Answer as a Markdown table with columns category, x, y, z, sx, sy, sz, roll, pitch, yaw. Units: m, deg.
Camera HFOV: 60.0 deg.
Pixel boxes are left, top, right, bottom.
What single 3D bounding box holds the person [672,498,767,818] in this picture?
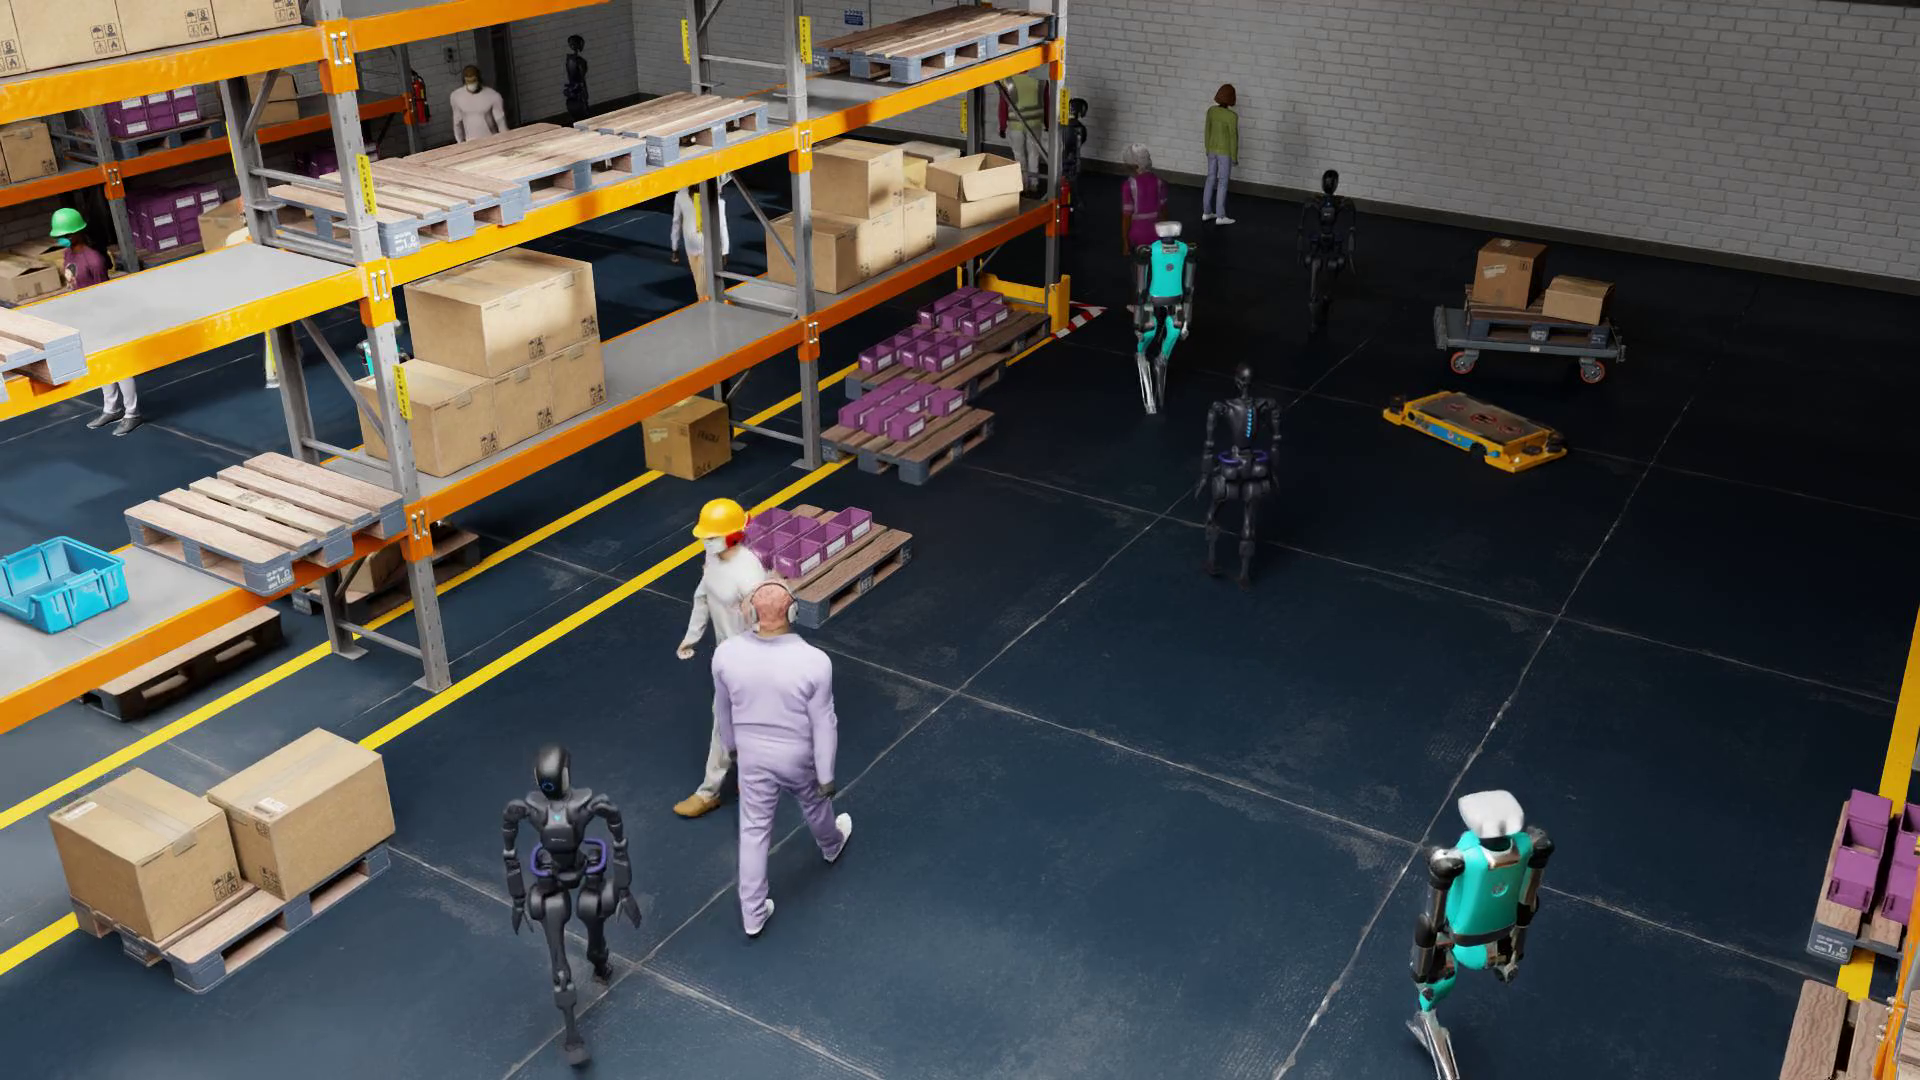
| category | x | y | z | sx | sy | sz | roll | pitch | yaw |
| --- | --- | --- | --- | --- | --- | --- | --- | --- | --- |
| person | -1.320 | 0.626 | 9.214 | 0.862 | 1.859 | 0.563 | -14 | 30 | -26 |

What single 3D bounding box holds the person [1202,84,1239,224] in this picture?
| category | x | y | z | sx | sy | sz | roll | pitch | yaw |
| --- | --- | --- | --- | --- | --- | --- | --- | --- | --- |
| person | 3.094 | -4.568 | 19.689 | 0.265 | 1.631 | 0.507 | -18 | 32 | -31 |

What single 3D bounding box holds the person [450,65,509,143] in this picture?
| category | x | y | z | sx | sy | sz | roll | pitch | yaw |
| --- | --- | --- | --- | --- | --- | --- | --- | --- | --- |
| person | -5.574 | -4.572 | 19.409 | 0.657 | 1.885 | 0.974 | -2 | 27 | -4 |

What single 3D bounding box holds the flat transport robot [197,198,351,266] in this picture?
| category | x | y | z | sx | sy | sz | roll | pitch | yaw |
| --- | --- | --- | --- | --- | --- | --- | --- | --- | --- |
| flat transport robot | -7.143 | -2.654 | 17.427 | 0.659 | 0.231 | 1.431 | 4 | 27 | 8 |

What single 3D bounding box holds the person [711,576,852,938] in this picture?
| category | x | y | z | sx | sy | sz | roll | pitch | yaw |
| --- | --- | --- | --- | --- | --- | --- | --- | --- | --- |
| person | -0.898 | 1.034 | 8.422 | 0.665 | 1.841 | 1.000 | 6 | 28 | 12 |

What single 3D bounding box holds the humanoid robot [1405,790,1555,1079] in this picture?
| category | x | y | z | sx | sy | sz | roll | pitch | yaw |
| --- | --- | --- | --- | --- | --- | --- | --- | --- | --- |
| humanoid robot | 2.105 | 1.717 | 7.211 | 0.575 | 1.752 | 1.002 | -6 | 28 | -12 |

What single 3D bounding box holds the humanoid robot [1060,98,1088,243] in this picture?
| category | x | y | z | sx | sy | sz | roll | pitch | yaw |
| --- | --- | --- | --- | --- | --- | --- | --- | --- | --- |
| humanoid robot | 1.279 | -4.207 | 18.936 | 0.384 | 1.652 | 0.610 | -5 | 27 | -9 |

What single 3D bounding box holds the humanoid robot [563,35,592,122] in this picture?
| category | x | y | z | sx | sy | sz | roll | pitch | yaw |
| --- | --- | --- | --- | --- | --- | --- | --- | --- | --- |
| humanoid robot | -5.178 | -5.907 | 22.291 | 0.456 | 1.647 | 0.592 | -15 | 31 | -28 |

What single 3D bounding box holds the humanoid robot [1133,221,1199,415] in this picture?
| category | x | y | z | sx | sy | sz | roll | pitch | yaw |
| --- | --- | --- | --- | --- | --- | --- | --- | --- | --- |
| humanoid robot | 1.709 | -1.886 | 14.404 | 0.532 | 1.898 | 0.694 | -3 | 27 | -7 |

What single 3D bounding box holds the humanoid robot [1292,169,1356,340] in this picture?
| category | x | y | z | sx | sy | sz | roll | pitch | yaw |
| --- | --- | --- | --- | --- | --- | --- | --- | --- | --- |
| humanoid robot | 3.581 | -2.825 | 16.274 | 0.611 | 1.649 | 0.742 | 6 | 27 | 11 |

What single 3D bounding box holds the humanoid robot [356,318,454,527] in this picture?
| category | x | y | z | sx | sy | sz | roll | pitch | yaw |
| --- | --- | --- | --- | --- | --- | --- | --- | --- | --- |
| humanoid robot | -3.898 | -0.864 | 12.135 | 0.533 | 1.672 | 0.735 | 19 | 32 | 32 |

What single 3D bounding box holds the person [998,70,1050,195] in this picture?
| category | x | y | z | sx | sy | sz | roll | pitch | yaw |
| --- | --- | --- | --- | --- | --- | --- | --- | --- | --- |
| person | 0.790 | -5.180 | 20.700 | 0.669 | 1.805 | 0.482 | -5 | 27 | -10 |

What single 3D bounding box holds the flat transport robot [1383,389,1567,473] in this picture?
| category | x | y | z | sx | sy | sz | roll | pitch | yaw |
| --- | --- | --- | --- | --- | --- | --- | --- | --- | --- |
| flat transport robot | 4.343 | -0.949 | 14.069 | 0.659 | 0.231 | 1.431 | -17 | 31 | -30 |

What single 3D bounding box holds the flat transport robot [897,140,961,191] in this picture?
| category | x | y | z | sx | sy | sz | roll | pitch | yaw |
| --- | --- | --- | --- | --- | --- | --- | --- | --- | --- |
| flat transport robot | -0.778 | -3.772 | 19.630 | 1.431 | 0.231 | 0.659 | 20 | 33 | 34 |

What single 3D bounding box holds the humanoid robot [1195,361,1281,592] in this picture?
| category | x | y | z | sx | sy | sz | roll | pitch | yaw |
| --- | --- | --- | --- | --- | --- | --- | --- | --- | --- |
| humanoid robot | 1.937 | -0.471 | 11.581 | 0.611 | 1.639 | 0.567 | -5 | 27 | -9 |

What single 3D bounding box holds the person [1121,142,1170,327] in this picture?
| category | x | y | z | sx | sy | sz | roll | pitch | yaw |
| --- | --- | --- | --- | --- | --- | --- | --- | --- | --- |
| person | 1.850 | -3.002 | 16.419 | 0.544 | 1.808 | 0.805 | -8 | 28 | -15 |

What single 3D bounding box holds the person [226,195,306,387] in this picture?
| category | x | y | z | sx | sy | sz | roll | pitch | yaw |
| --- | --- | --- | --- | --- | --- | --- | --- | --- | --- |
| person | -6.284 | -2.299 | 15.152 | 0.564 | 1.682 | 0.893 | 2 | 27 | 4 |

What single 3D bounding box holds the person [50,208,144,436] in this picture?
| category | x | y | z | sx | sy | sz | roll | pitch | yaw |
| --- | --- | --- | --- | --- | --- | --- | --- | --- | --- |
| person | -7.254 | -1.850 | 13.991 | 0.489 | 1.948 | 0.427 | 15 | 31 | 28 |

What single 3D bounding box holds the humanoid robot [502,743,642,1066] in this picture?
| category | x | y | z | sx | sy | sz | roll | pitch | yaw |
| --- | --- | --- | --- | --- | --- | --- | --- | --- | --- |
| humanoid robot | -1.765 | 1.585 | 7.571 | 0.596 | 1.632 | 0.740 | -3 | 27 | -5 |

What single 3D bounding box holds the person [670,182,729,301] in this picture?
| category | x | y | z | sx | sy | sz | roll | pitch | yaw |
| --- | --- | --- | --- | --- | --- | --- | --- | --- | --- |
| person | -2.577 | -2.799 | 16.091 | 0.579 | 1.727 | 0.684 | 16 | 31 | 28 |
